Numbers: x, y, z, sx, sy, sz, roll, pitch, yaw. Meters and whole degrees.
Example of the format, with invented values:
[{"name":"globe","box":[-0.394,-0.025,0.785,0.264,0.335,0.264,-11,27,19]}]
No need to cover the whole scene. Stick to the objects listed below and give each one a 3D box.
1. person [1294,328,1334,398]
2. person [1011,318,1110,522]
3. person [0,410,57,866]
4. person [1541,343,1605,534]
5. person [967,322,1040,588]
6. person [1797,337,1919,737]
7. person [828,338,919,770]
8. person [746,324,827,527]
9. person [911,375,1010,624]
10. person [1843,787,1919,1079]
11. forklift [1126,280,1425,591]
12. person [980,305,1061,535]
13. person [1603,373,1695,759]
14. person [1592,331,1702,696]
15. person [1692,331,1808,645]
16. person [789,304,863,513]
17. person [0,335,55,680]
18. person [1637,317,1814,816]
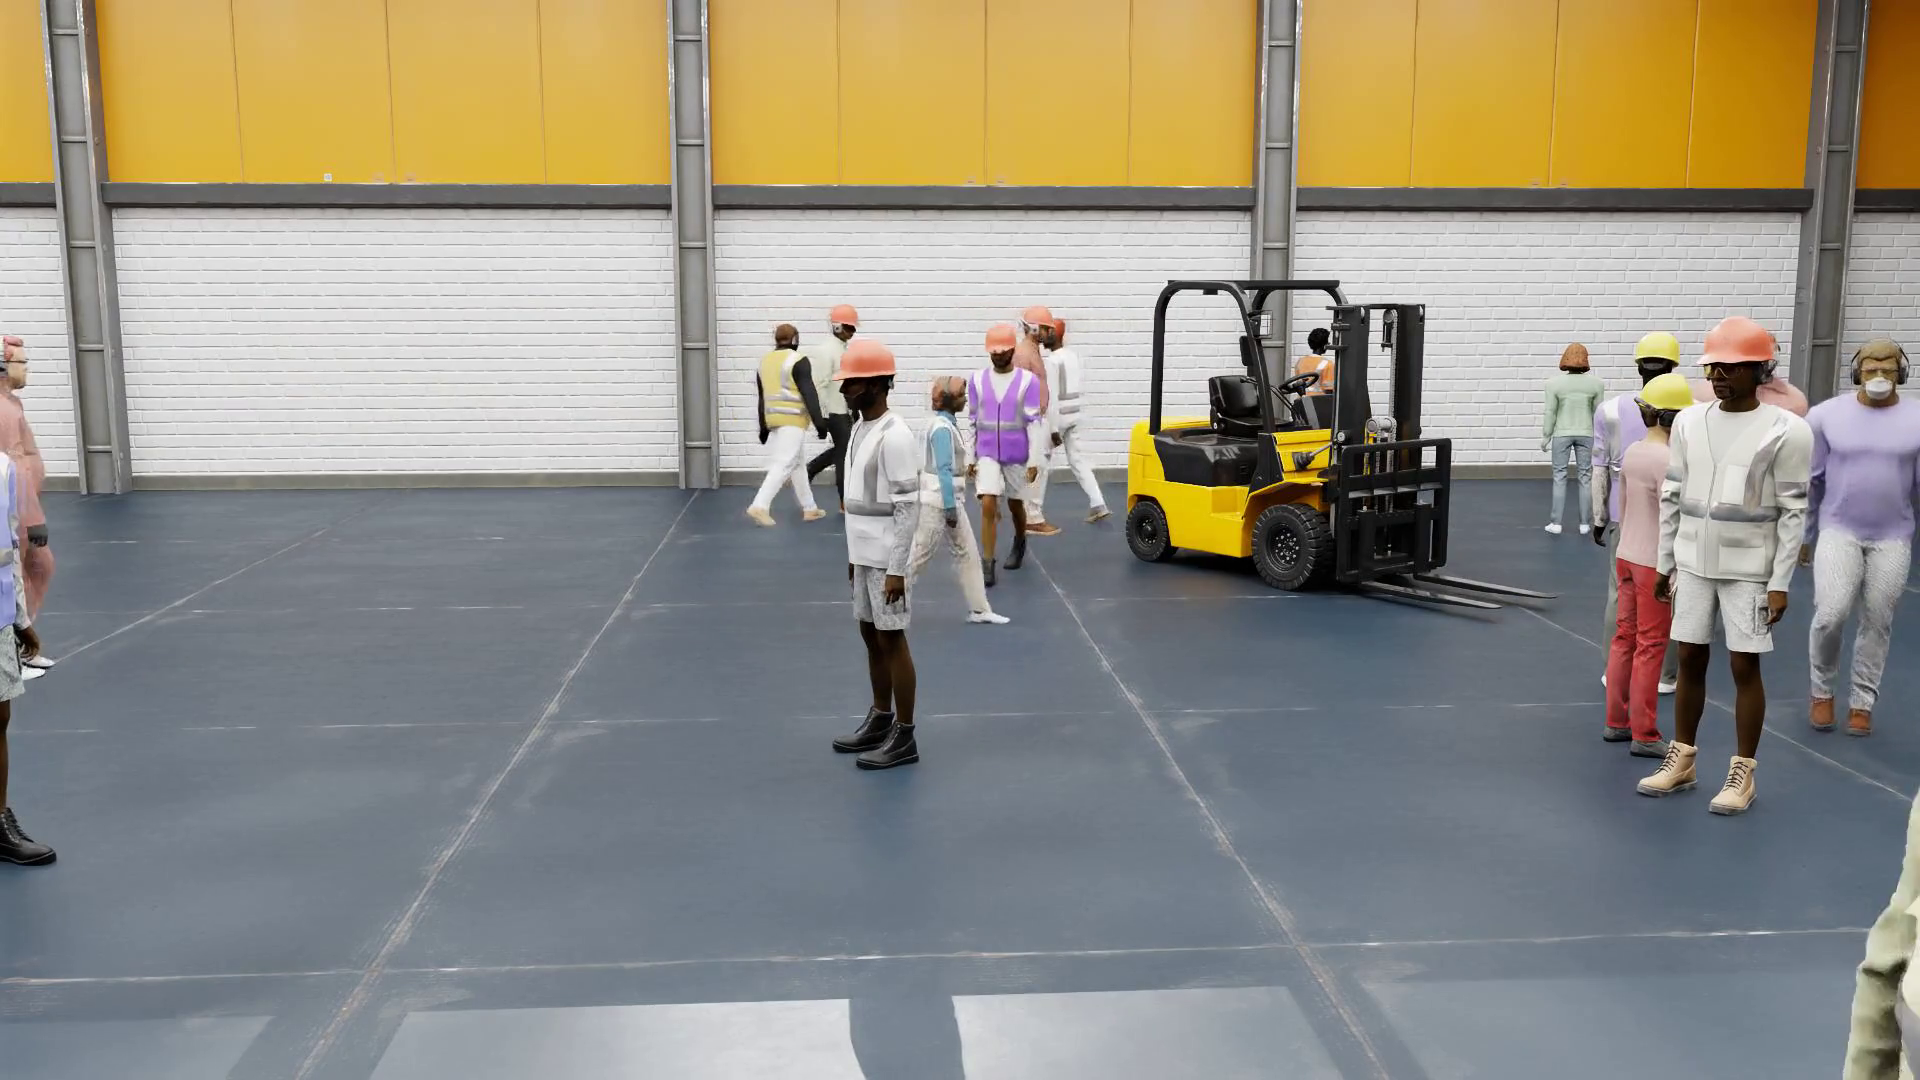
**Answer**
[{"name":"person","box":[3.584,-1.297,16.806,0.320,1.690,0.524,-6,11,-32]},{"name":"person","box":[0.931,-1.065,14.906,0.935,1.849,0.591,6,11,34]},{"name":"person","box":[-3.603,0.296,6.051,0.368,1.929,0.542,3,10,19]},{"name":"person","box":[5.245,-0.865,14.258,0.499,1.634,0.279,1,9,7]},{"name":"person","box":[0.330,-0.645,12.129,0.548,1.890,0.974,2,9,12]},{"name":"person","box":[4.322,0.000,7.929,0.642,1.919,0.478,4,10,23]},{"name":"person","box":[-0.394,0.063,7.485,0.375,1.935,0.551,-4,10,-23]},{"name":"person","box":[-1.572,-1.023,14.787,0.923,1.792,0.706,-8,12,-41]},{"name":"person","box":[-0.148,-0.242,10.470,0.849,1.598,0.530,1,9,7]},{"name":"person","box":[1.571,0.928,2.435,0.429,1.818,0.597,-2,9,-14]},{"name":"forklift","box":[2.301,-0.860,12.475,1.214,2.155,2.313,-6,11,-35]},{"name":"person","box":[0.519,-1.027,14.230,0.656,1.966,0.640,2,9,12]},{"name":"person","box":[3.206,0.118,7.680,0.310,1.769,0.522,-1,9,-4]},{"name":"person","box":[3.636,-0.137,8.791,0.586,1.923,0.371,5,11,30]},{"name":"person","box":[4.589,-0.273,9.712,0.677,1.893,0.422,2,9,14]},{"name":"person","box":[-1.227,-1.208,15.417,0.790,1.957,0.665,3,10,18]},{"name":"person","box":[-5.140,-0.162,9.036,0.543,1.887,0.678,-7,11,-36]},{"name":"person","box":[3.153,0.107,6.876,0.371,2.044,0.607,-7,11,-37]}]
